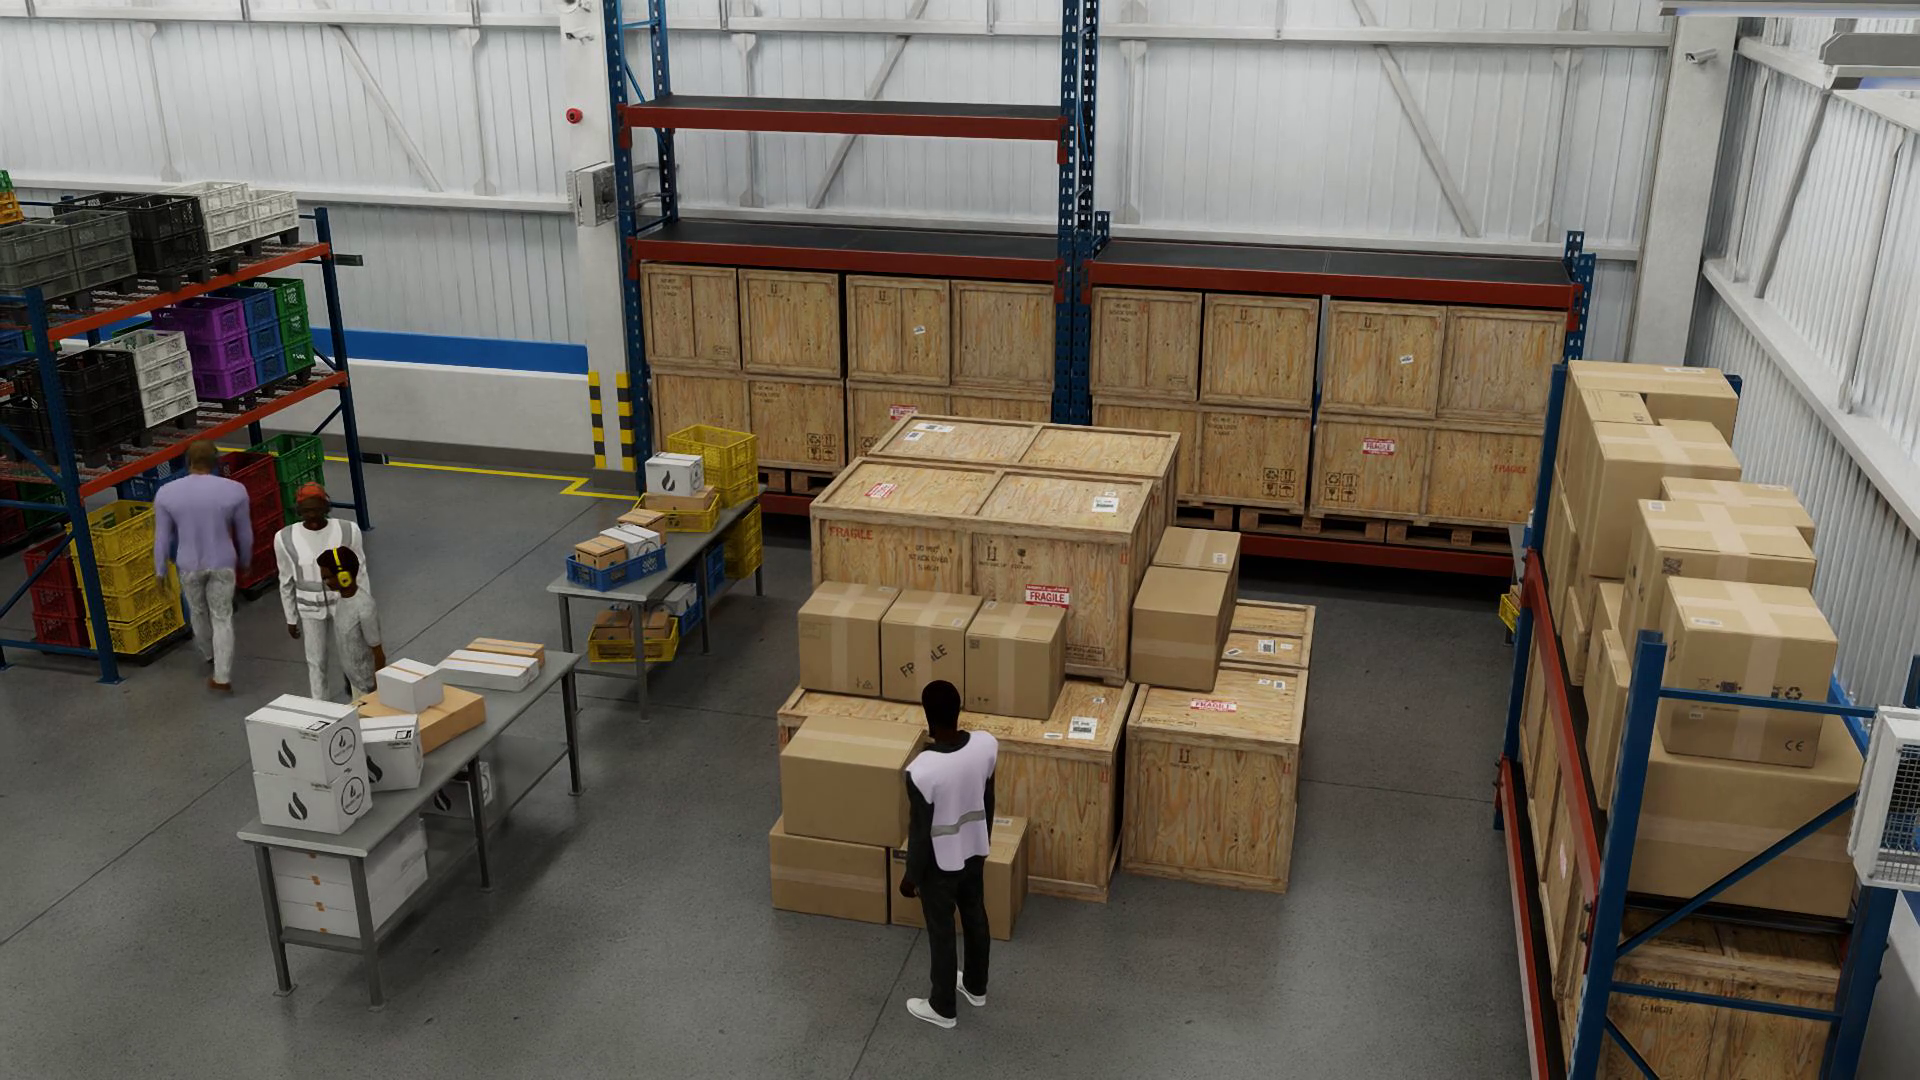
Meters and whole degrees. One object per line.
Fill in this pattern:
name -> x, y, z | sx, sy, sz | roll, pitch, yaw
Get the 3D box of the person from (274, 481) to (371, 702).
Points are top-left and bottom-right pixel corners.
person -> -4.371, 0.485, 11.510 | 0.579, 1.877, 0.346 | -8, 22, -19

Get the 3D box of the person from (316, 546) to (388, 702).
person -> -3.745, 0.908, 10.419 | 0.336, 1.865, 0.521 | -15, 26, -35

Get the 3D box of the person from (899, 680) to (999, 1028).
person -> -0.048, 1.609, 8.516 | 0.587, 1.914, 0.390 | -19, 28, -41

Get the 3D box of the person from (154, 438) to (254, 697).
person -> -5.565, 0.175, 12.308 | 0.713, 1.887, 0.863 | -7, 22, -17
